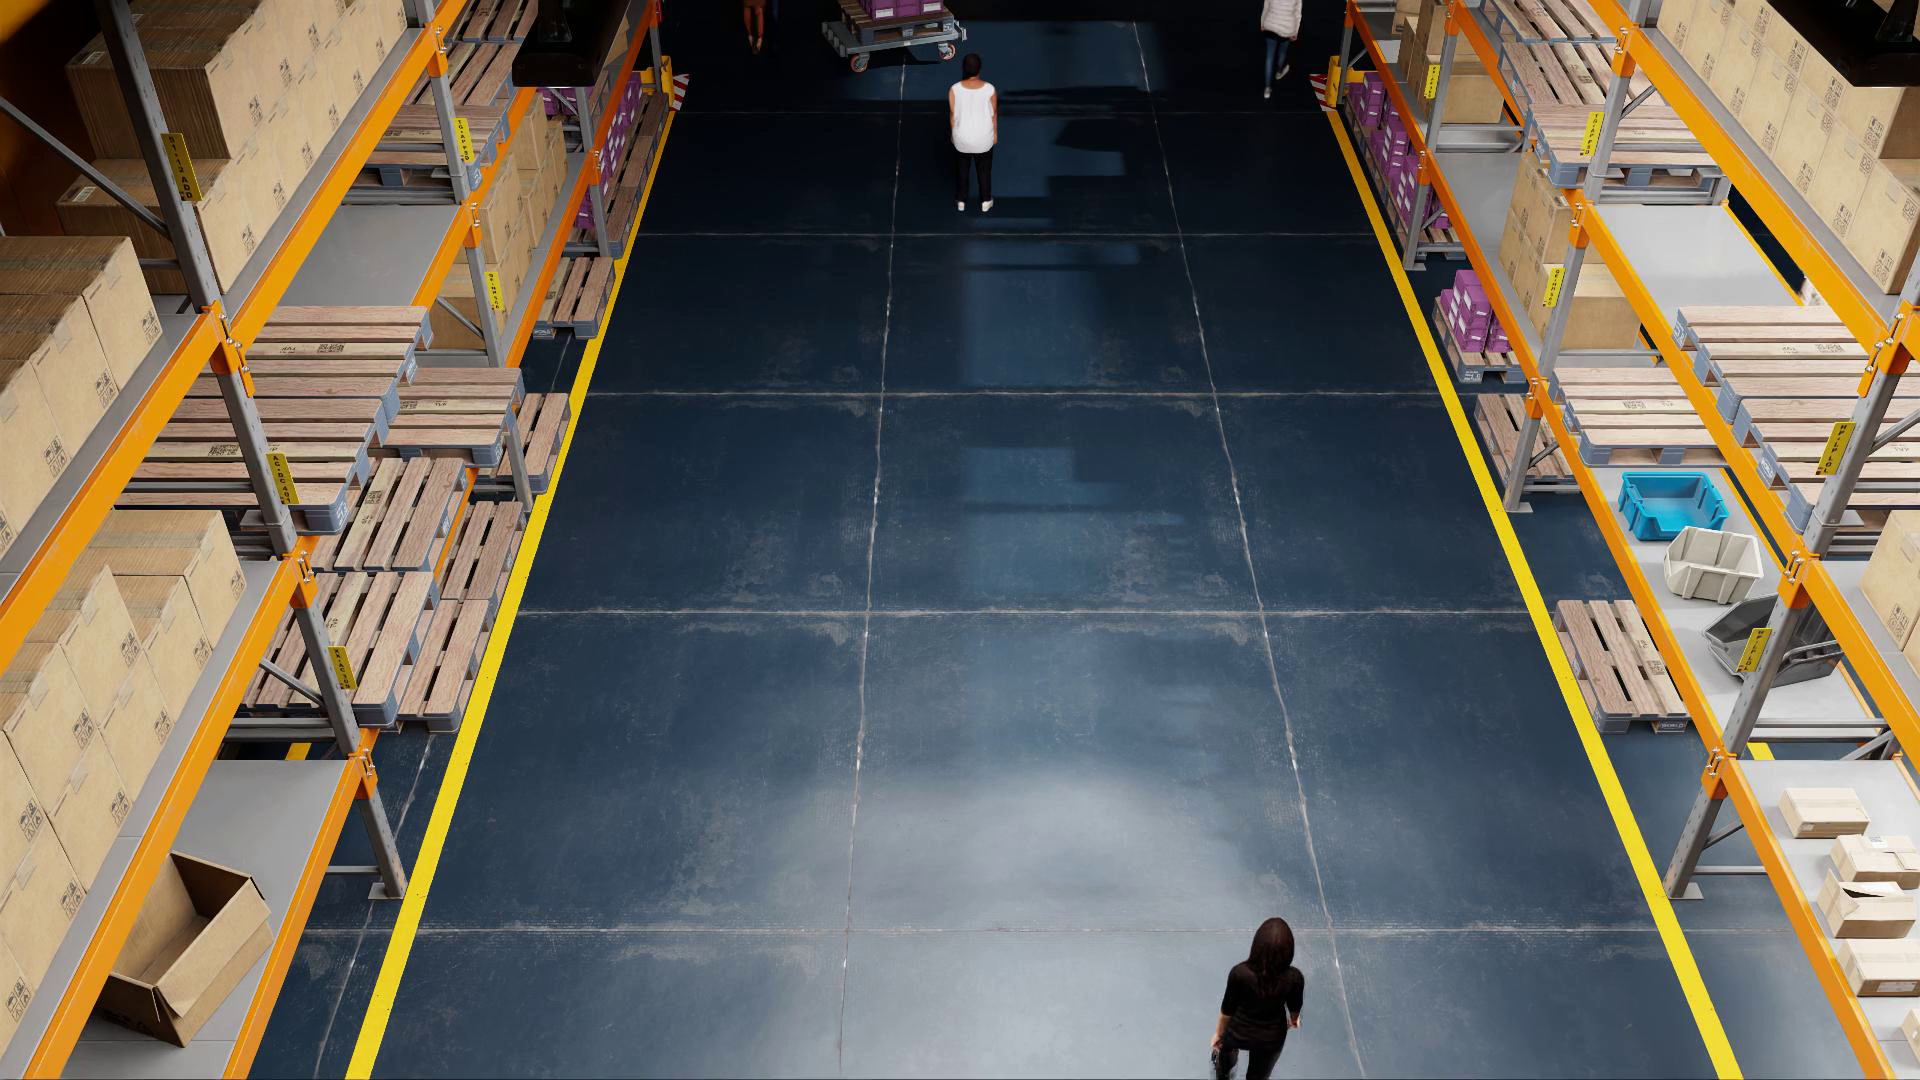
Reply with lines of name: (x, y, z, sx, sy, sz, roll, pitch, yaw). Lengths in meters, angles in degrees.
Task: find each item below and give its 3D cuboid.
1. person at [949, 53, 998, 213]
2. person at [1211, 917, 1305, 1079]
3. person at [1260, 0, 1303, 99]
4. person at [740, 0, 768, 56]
person: (0.133, -4.246, 17.320, 0.676, 1.688, 0.626, 4, 39, 5)
person: (1.549, 2.656, 8.734, 0.682, 1.618, 0.884, 4, 39, 5)
person: (3.742, -5.991, 19.589, 0.908, 1.584, 1.131, 14, 41, 17)
person: (-2.548, -6.797, 20.534, 0.642, 1.664, 1.046, -5, 39, -6)
